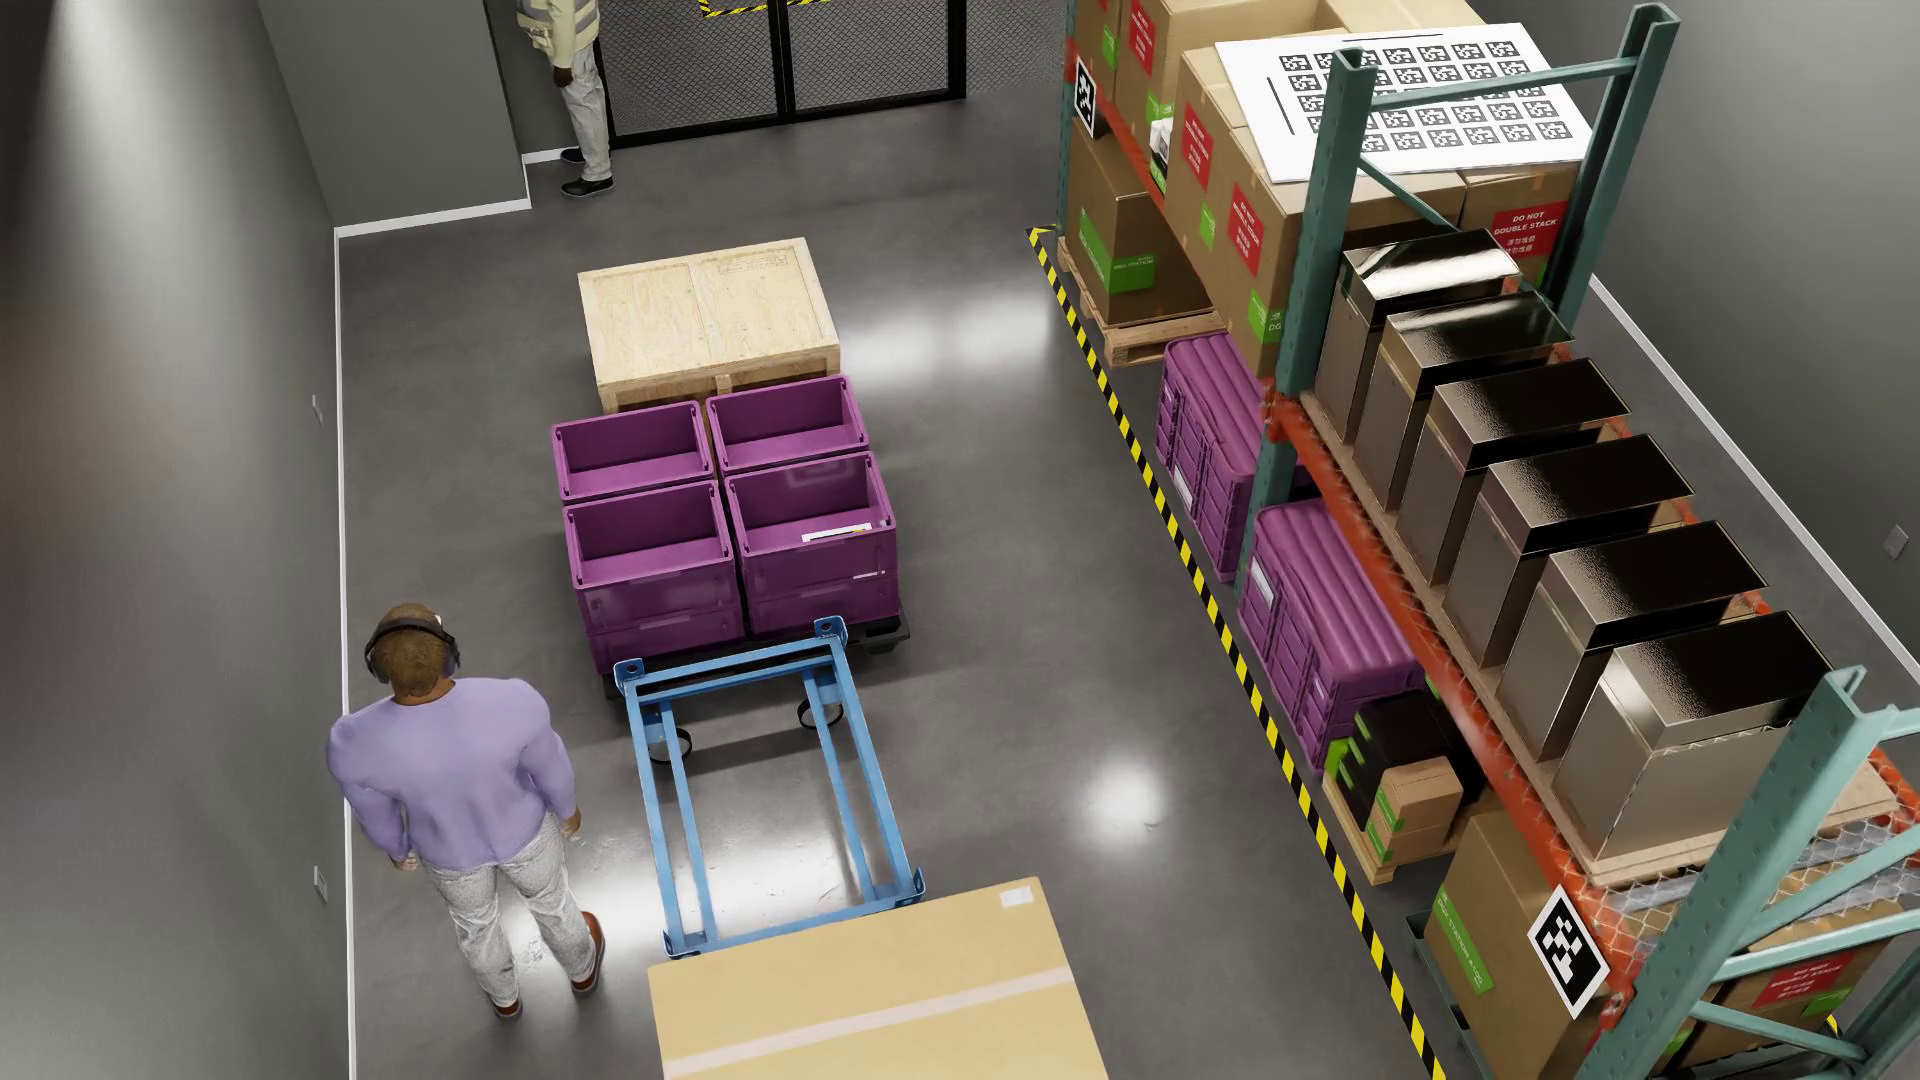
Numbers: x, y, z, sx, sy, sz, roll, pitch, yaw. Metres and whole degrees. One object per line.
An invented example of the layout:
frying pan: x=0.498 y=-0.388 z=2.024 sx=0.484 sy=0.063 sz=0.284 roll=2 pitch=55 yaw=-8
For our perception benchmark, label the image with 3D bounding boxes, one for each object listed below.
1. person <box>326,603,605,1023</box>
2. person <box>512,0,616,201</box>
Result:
person: x=-1.468 y=0.874 z=5.084 sx=0.627 sy=1.941 sz=0.370 roll=-13 pitch=49 yaw=-11
person: x=-1.996 y=-2.556 z=8.304 sx=0.404 sy=1.835 sz=0.589 roll=-4 pitch=48 yaw=-4
